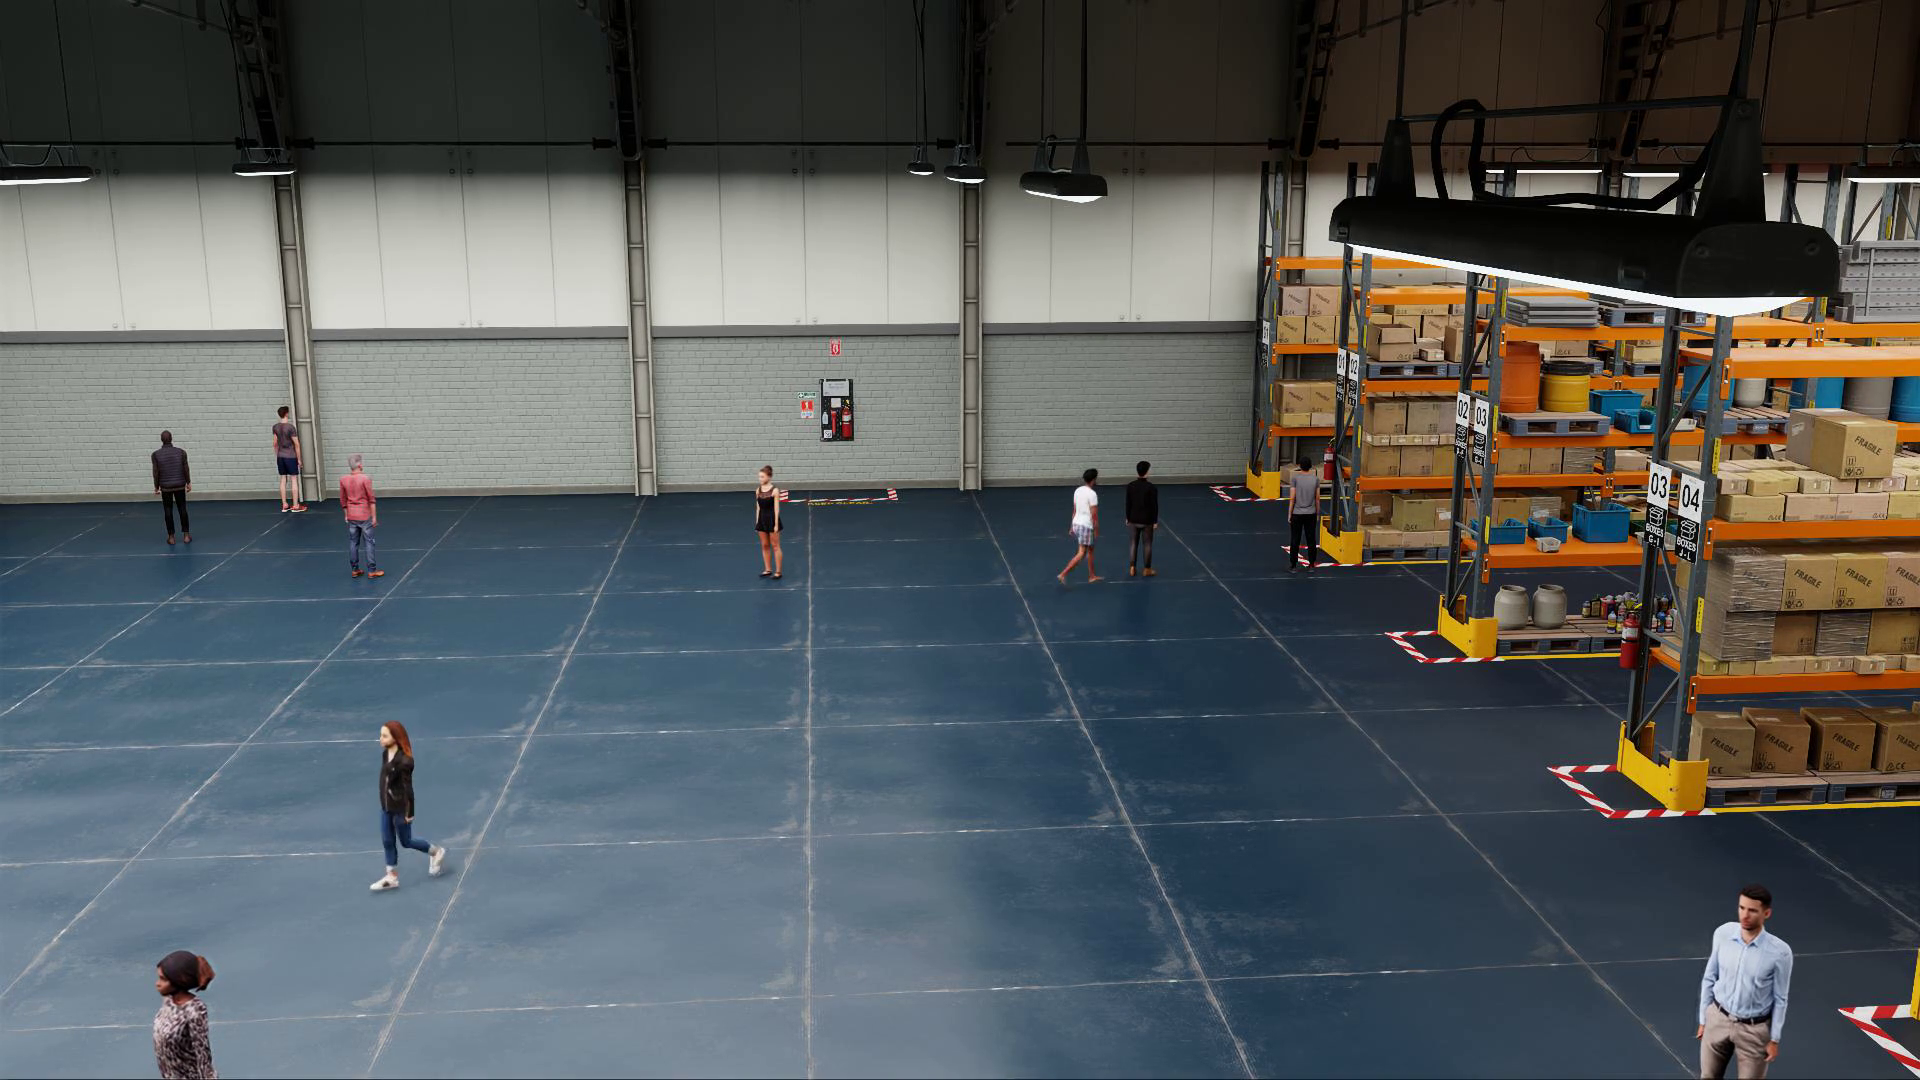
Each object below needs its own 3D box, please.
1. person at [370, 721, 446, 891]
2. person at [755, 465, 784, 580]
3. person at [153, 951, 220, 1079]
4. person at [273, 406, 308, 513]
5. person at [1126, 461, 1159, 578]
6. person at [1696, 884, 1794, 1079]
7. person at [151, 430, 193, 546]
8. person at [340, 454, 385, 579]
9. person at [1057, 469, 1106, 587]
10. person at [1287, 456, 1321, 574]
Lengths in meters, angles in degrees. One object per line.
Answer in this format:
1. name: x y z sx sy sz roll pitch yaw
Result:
1. person: -4.728 2.236 14.149 0.886 1.467 0.961 12 17 41
2. person: -2.806 -0.268 24.489 0.671 1.680 0.751 8 15 31
3. person: -4.421 3.167 9.582 0.674 1.713 0.731 11 17 40
4. person: -11.762 -1.418 29.078 0.605 1.850 0.782 3 13 14
5. person: 2.690 -0.321 24.627 0.659 1.722 0.783 6 14 25
6. person: 4.770 2.963 10.167 0.749 1.848 0.801 12 18 41
7. person: -12.636 -0.856 26.684 0.667 1.835 0.832 -7 15 -27
8. person: -8.858 -0.358 24.544 0.615 1.831 0.810 3 13 14
9. person: 1.732 -0.148 23.942 1.203 1.694 0.956 -7 15 -29
10. person: 5.132 -0.388 24.843 0.468 1.754 0.683 -1 13 -3
